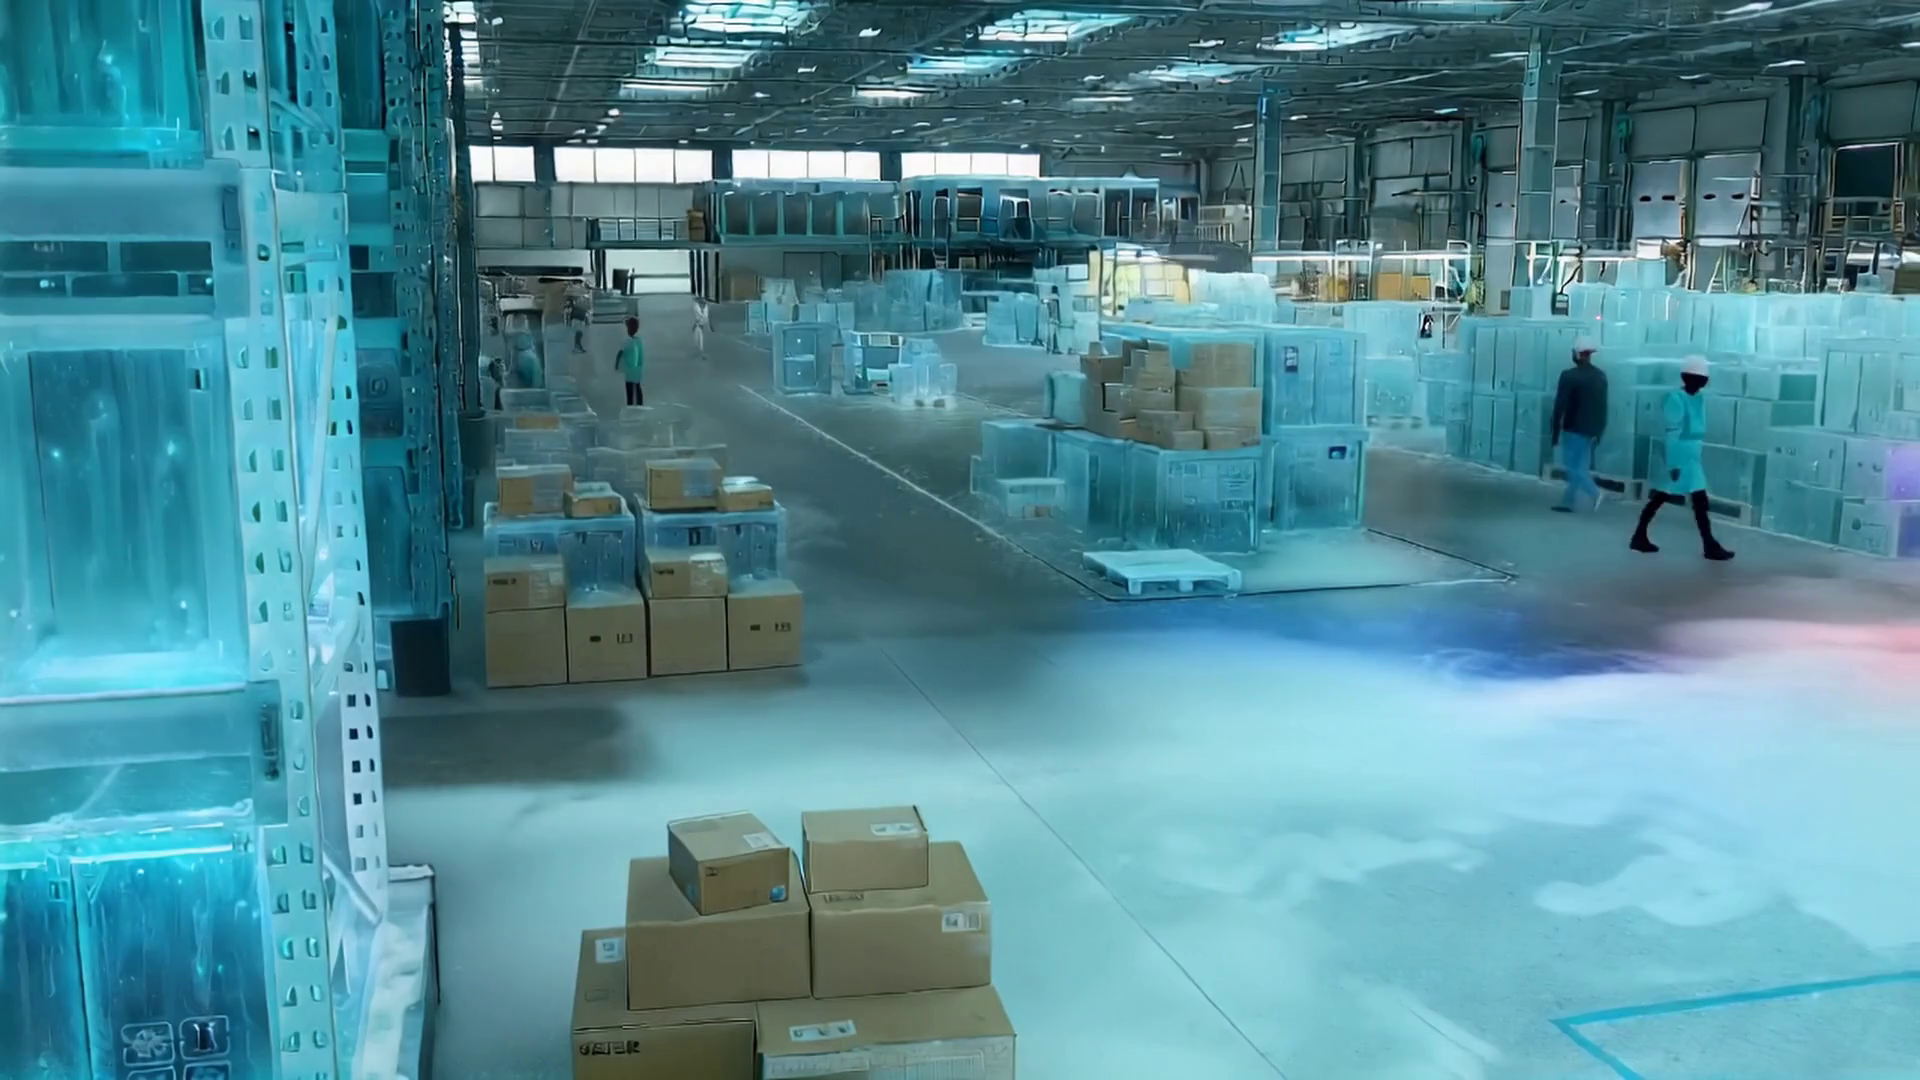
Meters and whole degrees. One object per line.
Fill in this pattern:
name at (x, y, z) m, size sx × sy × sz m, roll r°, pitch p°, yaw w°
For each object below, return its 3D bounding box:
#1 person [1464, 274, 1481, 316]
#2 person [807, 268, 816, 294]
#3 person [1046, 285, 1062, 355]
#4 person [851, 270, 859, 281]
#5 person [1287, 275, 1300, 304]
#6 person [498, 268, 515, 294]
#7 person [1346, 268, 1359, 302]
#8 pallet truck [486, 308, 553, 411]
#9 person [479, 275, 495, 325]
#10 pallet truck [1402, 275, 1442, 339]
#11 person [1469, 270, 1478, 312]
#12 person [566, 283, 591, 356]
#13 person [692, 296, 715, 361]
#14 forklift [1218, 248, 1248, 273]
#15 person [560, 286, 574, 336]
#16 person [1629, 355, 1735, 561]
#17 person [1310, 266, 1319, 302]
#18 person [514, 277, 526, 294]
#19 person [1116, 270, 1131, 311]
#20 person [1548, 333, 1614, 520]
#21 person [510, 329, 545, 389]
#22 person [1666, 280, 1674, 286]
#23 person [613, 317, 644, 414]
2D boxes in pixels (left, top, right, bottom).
person at (18.338, -8.566, 59.494) m, size 0.582 × 1.894 × 0.598 m, roll 0°, pitch 10°, yaw -1°
person at (-6.561, -11.017, 73.235) m, size 0.376 × 1.933 × 0.551 m, roll -9°, pitch 13°, yaw -41°
person at (2.494, -5.833, 44.109) m, size 0.321 × 1.859 × 0.513 m, roll -9°, pitch 14°, yaw -42°
person at (-4.471, -10.468, 70.326) m, size 0.763 × 1.866 × 0.576 m, roll 4°, pitch 11°, yaw 19°
person at (11.332, -8.070, 56.686) m, size 0.572 × 1.885 × 0.358 m, roll -6°, pitch 11°, yaw -29°
person at (-18.351, -10.003, 67.357) m, size 0.655 × 1.977 × 0.474 m, roll -2°, pitch 10°, yaw -9°
person at (17.253, -10.988, 73.077) m, size 0.508 × 1.928 × 0.606 m, roll -8°, pitch 13°, yaw -40°
pallet truck at (-6.242, -2.418, 24.362) m, size 0.823 × 1.965 × 1.885 m, roll 1°, pitch 10°, yaw 3°
person at (-17.385, -8.824, 61.169) m, size 0.610 × 1.819 × 0.420 m, roll -5°, pitch 11°, yaw -24°
pallet truck at (14.620, -7.324, 52.145) m, size 0.823 × 1.965 × 1.885 m, roll 8°, pitch 13°, yaw 40°
person at (22.547, -11.004, 73.456) m, size 0.543 × 1.839 × 0.822 m, roll -4°, pitch 11°, yaw -21°
person at (-10.095, -5.824, 43.930) m, size 0.659 × 1.911 × 1.005 m, roll 2°, pitch 10°, yaw 14°
person at (-6.448, -5.321, 41.896) m, size 0.513 × 1.611 × 0.710 m, roll -7°, pitch 12°, yaw -35°
forklift at (6.210, -5.267, 37.997) m, size 1.873 × 2.768 × 1.129 m, roll -3°, pitch 10°, yaw -15°
person at (-12.620, -7.388, 53.620) m, size 0.504 × 1.610 × 0.735 m, roll -3°, pitch 10°, yaw -15°
person at (6.664, -0.759, 15.313) m, size 0.571 × 1.882 × 1.010 m, roll -7°, pitch 12°, yaw -33°
person at (17.684, -12.737, 83.061) m, size 0.391 × 1.911 × 0.585 m, roll -8°, pitch 13°, yaw -38°
person at (-17.535, -9.670, 66.378) m, size 0.487 × 1.661 × 0.978 m, roll -5°, pitch 11°, yaw -25°
person at (5.674, -8.407, 58.154) m, size 0.538 × 2.000 × 0.687 m, roll 4°, pitch 11°, yaw 20°
person at (6.546, -1.176, 17.419) m, size 0.611 × 1.965 × 0.820 m, roll -6°, pitch 11°, yaw -29°
person at (-5.522, -1.779, 21.244) m, size 0.438 × 1.829 × 0.633 m, roll -2°, pitch 10°, yaw -11°
person at (22.574, -7.396, 53.064) m, size 0.635 × 1.818 × 0.710 m, roll 4°, pitch 11°, yaw 21°
person at (-5.615, -2.960, 28.372) m, size 0.323 × 1.678 × 0.613 m, roll -9°, pitch 13°, yaw -41°
